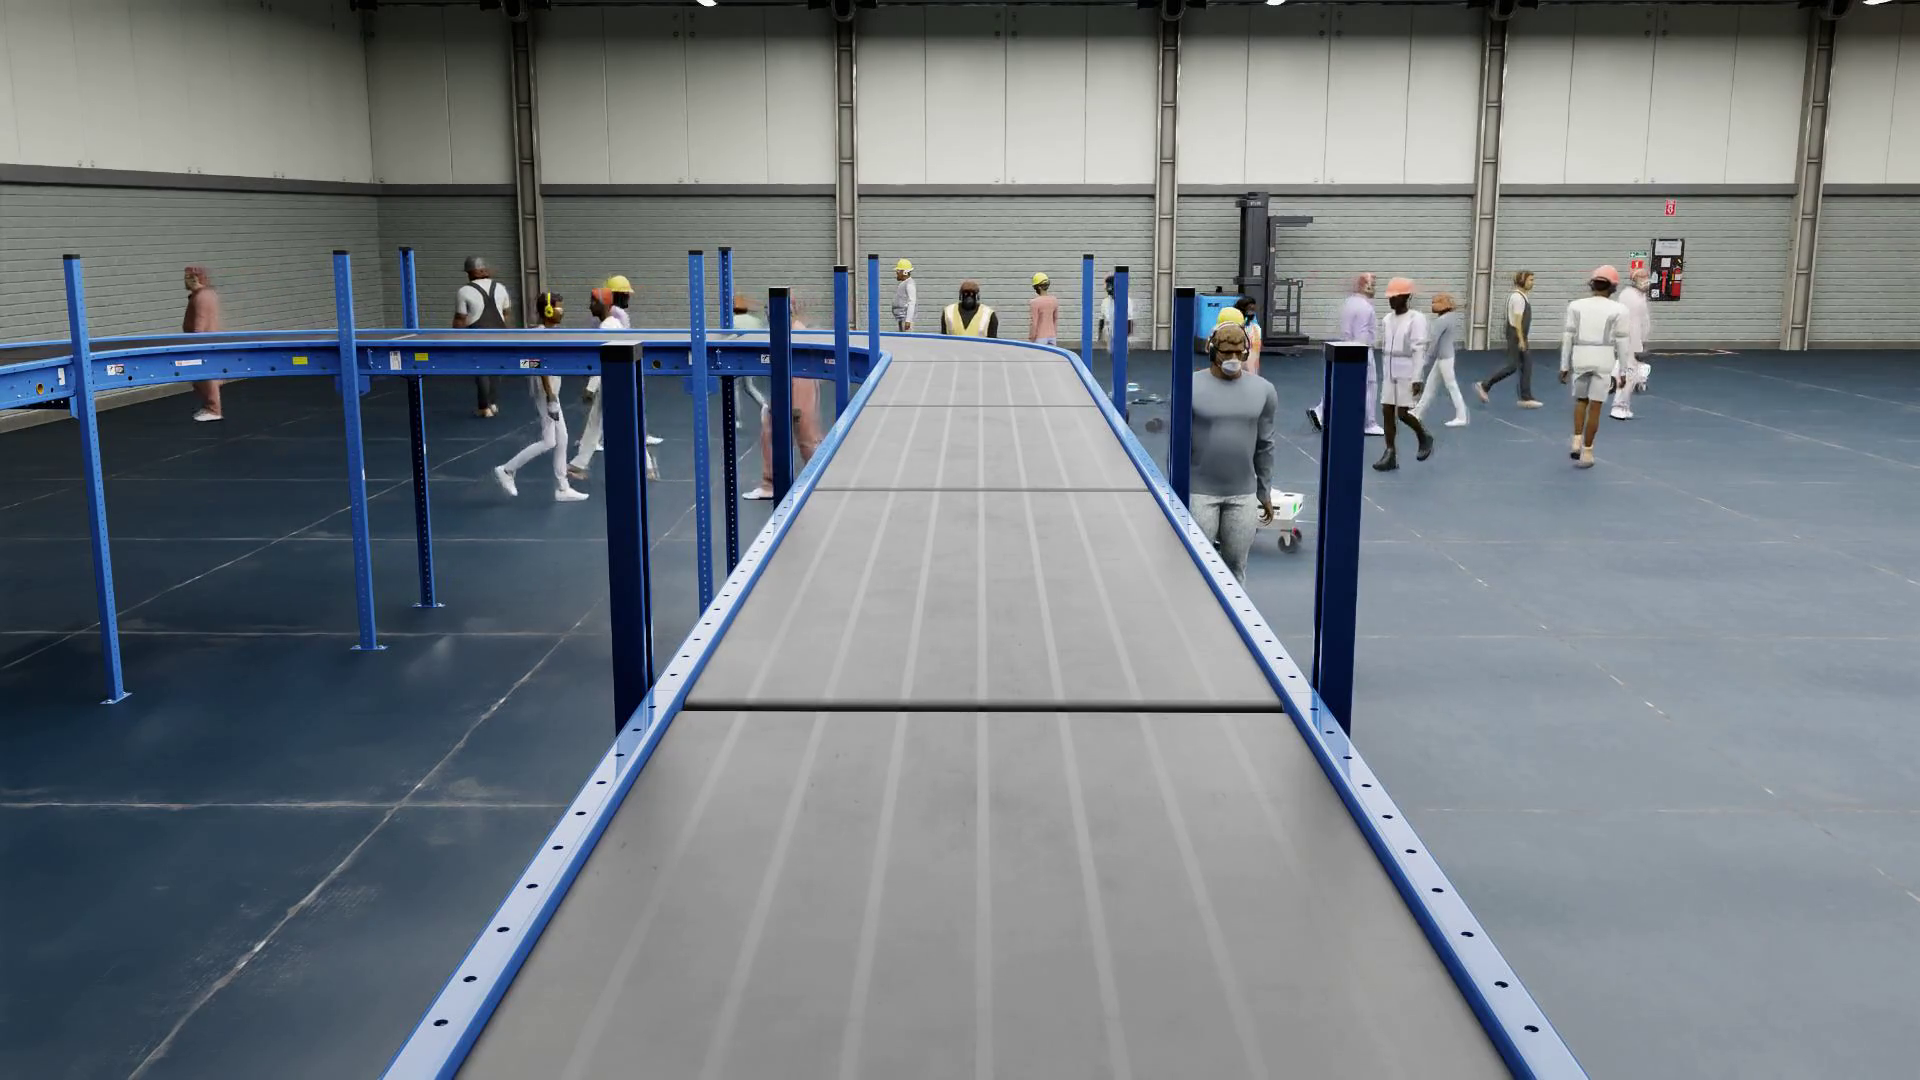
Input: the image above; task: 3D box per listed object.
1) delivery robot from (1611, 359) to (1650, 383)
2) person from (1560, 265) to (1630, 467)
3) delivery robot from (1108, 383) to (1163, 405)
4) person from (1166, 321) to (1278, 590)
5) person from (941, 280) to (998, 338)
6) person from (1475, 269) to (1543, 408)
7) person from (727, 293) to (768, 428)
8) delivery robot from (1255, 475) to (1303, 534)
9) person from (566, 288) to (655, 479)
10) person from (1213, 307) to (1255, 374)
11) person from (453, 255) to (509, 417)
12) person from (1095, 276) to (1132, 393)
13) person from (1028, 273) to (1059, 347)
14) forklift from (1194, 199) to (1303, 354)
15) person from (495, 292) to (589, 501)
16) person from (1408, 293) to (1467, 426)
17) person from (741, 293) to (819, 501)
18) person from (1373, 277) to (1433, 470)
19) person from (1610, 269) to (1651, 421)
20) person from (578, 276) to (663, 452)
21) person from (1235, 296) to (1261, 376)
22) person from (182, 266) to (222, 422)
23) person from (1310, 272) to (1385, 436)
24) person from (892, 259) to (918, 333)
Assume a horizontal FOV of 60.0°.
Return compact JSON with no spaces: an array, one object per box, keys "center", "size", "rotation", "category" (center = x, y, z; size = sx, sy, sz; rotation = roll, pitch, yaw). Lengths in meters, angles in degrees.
[{"center":[9.514,-2.423,23.876],"size":[0.707,0.478,0.477],"rotation":[2,11,11],"category":"delivery robot"},{"center":[6.419,-1.755,16.794],"size":[0.634,2.018,0.524],"rotation":[8,14,36],"category":"person"},{"center":[2.040,-1.739,19.691],"size":[0.698,0.223,0.335],"rotation":[5,12,22],"category":"delivery robot"},{"center":[1.459,-0.250,9.284],"size":[0.627,1.937,0.372],"rotation":[-2,11,-8],"category":"person"},{"center":[0.080,-1.847,17.744],"size":[0.640,1.829,0.487],"rotation":[2,11,8],"category":"person"},{"center":[7.299,-2.658,21.947],"size":[0.809,1.824,0.523],"rotation":[7,13,30],"category":"person"},{"center":[-2.557,-2.120,19.727],"size":[0.590,1.613,0.503],"rotation":[10,15,42],"category":"person"},{"center":[2.255,-0.253,12.724],"size":[0.707,0.478,0.477],"rotation":[4,12,18],"category":"delivery robot"},{"center":[-3.381,-1.466,15.795],"size":[0.975,1.834,0.597],"rotation":[-2,11,-9],"category":"person"},{"center":[2.261,-1.052,13.856],"size":[0.331,1.761,0.532],"rotation":[-3,11,-15],"category":"person"},{"center":[-6.113,-2.563,21.009],"size":[0.703,2.000,0.708],"rotation":[10,15,42],"category":"person"},{"center":[2.162,-2.842,23.259],"size":[0.471,1.678,0.538],"rotation":[-8,13,-35],"category":"person"},{"center":[1.097,-2.687,22.264],"size":[0.524,1.760,0.327],"rotation":[-11,15,-43],"category":"person"},{"center":[5.313,-4.851,30.603],"size":[1.873,2.768,1.129],"rotation":[0,11,1],"category":"forklift"},{"center":[-3.710,-1.246,14.631],"size":[0.717,1.848,0.509],"rotation":[-1,11,-3],"category":"person"},{"center":[5.766,-2.182,20.107],"size":[0.858,1.586,0.521],"rotation":[4,12,21],"category":"person"},{"center":[-1.546,-1.224,14.467],"size":[0.860,1.862,0.672],"rotation":[-6,13,-29],"category":"person"},{"center":[4.435,-1.661,16.578],"size":[0.603,1.916,0.562],"rotation":[-7,13,-32],"category":"person"},{"center":[8.332,-2.420,20.627],"size":[0.411,1.866,0.739],"rotation":[3,11,13],"category":"person"},{"center":[-3.720,-1.906,17.964],"size":[1.002,1.878,0.611],"rotation":[-7,13,-32],"category":"person"},{"center":[2.977,-1.782,17.823],"size":[0.540,1.676,0.639],"rotation":[-10,15,-40],"category":"person"},{"center":[-9.371,-2.398,20.418],"size":[0.508,1.892,0.672],"rotation":[-4,12,-20],"category":"person"},{"center":[4.534,-2.144,19.178],"size":[0.844,1.877,0.650],"rotation":[-1,11,-3],"category":"person"},{"center":[-0.879,-3.532,26.408],"size":[0.403,1.834,0.589],"rotation":[-3,11,-13],"category":"person"}]
